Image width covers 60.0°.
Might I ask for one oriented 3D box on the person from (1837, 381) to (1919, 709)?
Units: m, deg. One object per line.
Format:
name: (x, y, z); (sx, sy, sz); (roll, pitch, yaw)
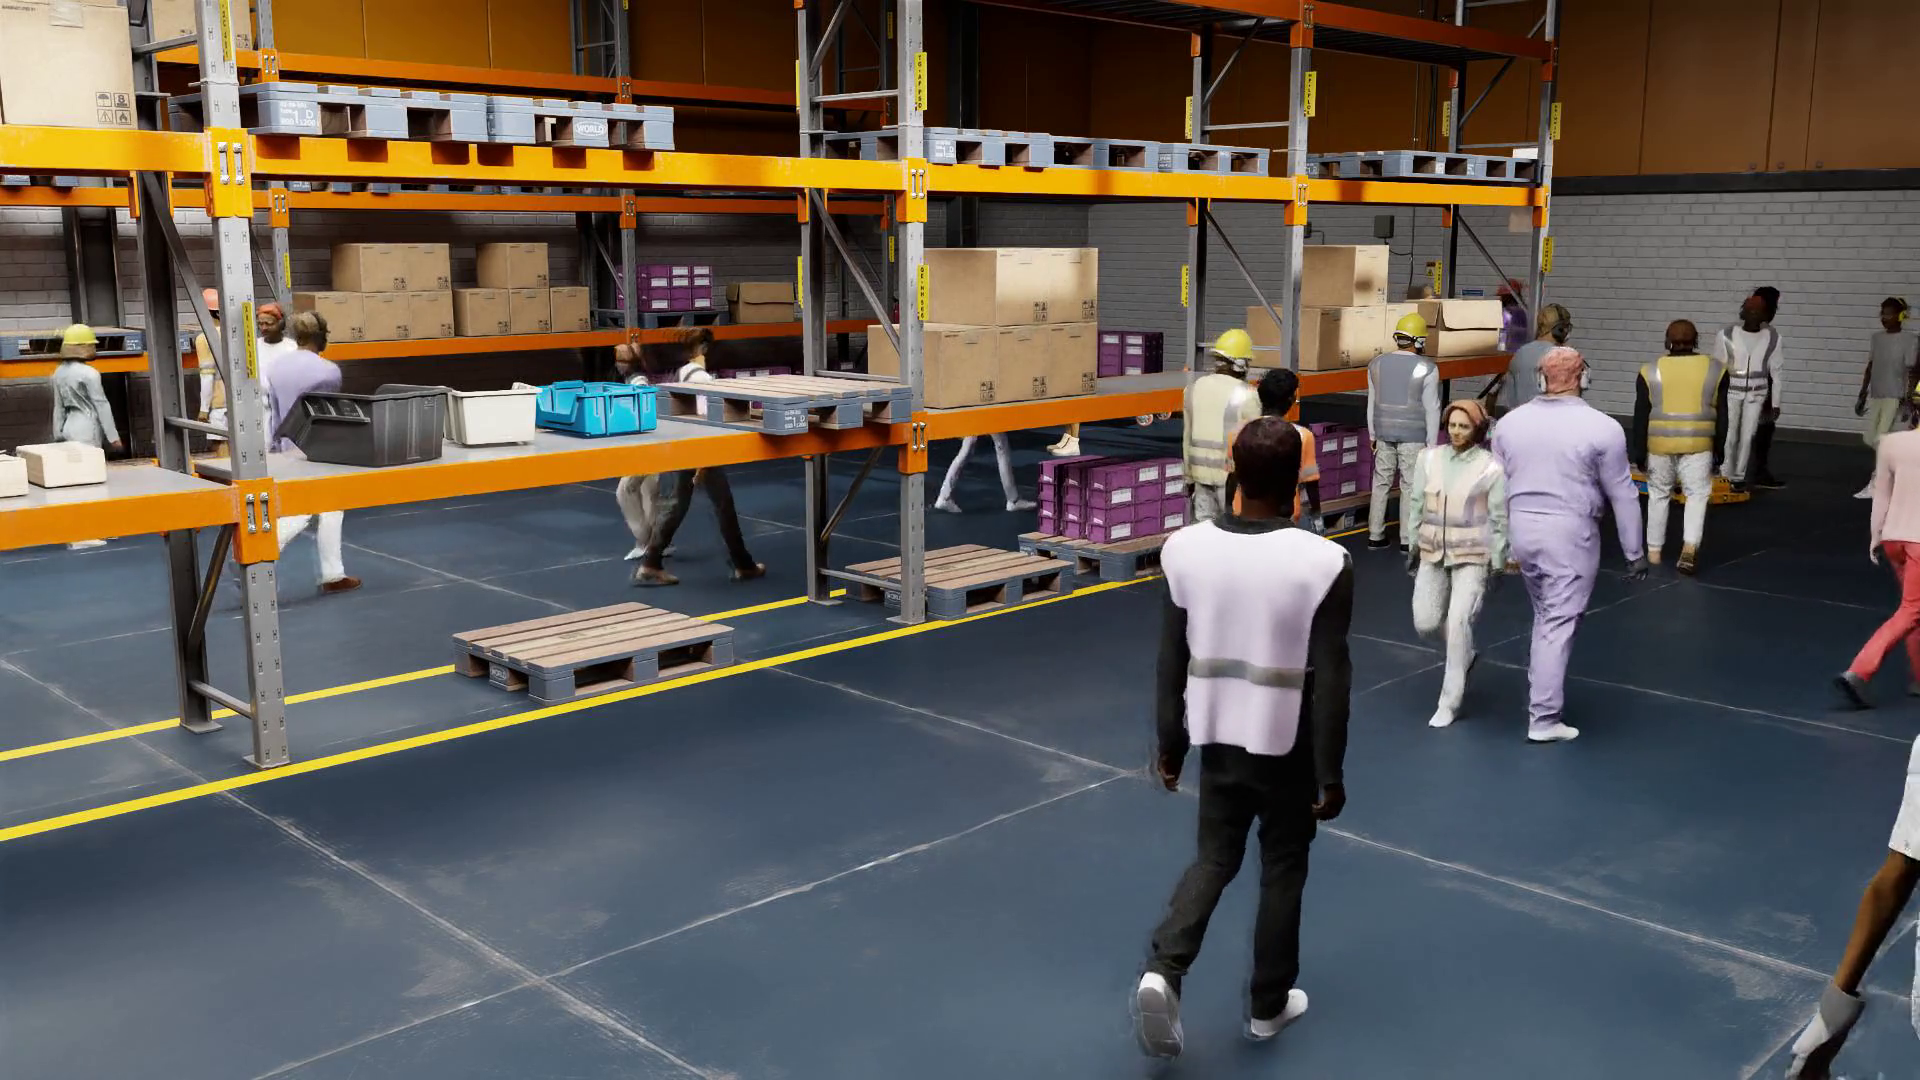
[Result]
person: (4.854, 0.002, 8.478); (0.849, 1.733, 0.535); (-3, 11, -18)

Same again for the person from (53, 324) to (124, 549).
person: (-6.702, -0.804, 12.875); (0.500, 1.724, 0.577); (7, 13, 35)

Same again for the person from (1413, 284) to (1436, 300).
person: (4.667, -1.705, 17.296); (0.536, 1.905, 0.654); (5, 12, 27)

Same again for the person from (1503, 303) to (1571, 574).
person: (4.068, -0.682, 11.643); (0.355, 1.936, 0.635); (-3, 11, -17)

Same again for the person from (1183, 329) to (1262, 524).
person: (1.659, -0.400, 10.434); (0.403, 1.821, 0.628); (-9, 14, -42)

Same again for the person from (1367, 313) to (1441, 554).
person: (3.361, -0.799, 12.604); (0.596, 1.826, 0.403); (10, 14, 43)

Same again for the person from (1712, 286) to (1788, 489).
person: (7.544, -1.467, 15.976); (0.795, 1.939, 0.648); (2, 11, 10)

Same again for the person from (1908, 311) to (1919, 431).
person: (9.295, -1.396, 15.755); (0.888, 1.881, 0.658); (2, 11, 10)

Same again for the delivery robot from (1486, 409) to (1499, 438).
delivery robot: (5.574, -1.156, 17.746); (0.477, 0.478, 0.707); (-3, 11, -18)

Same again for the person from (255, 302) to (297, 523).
person: (-5.524, -0.968, 13.405); (0.601, 1.857, 0.638); (0, 10, 0)

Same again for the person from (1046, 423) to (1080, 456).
person: (1.157, -1.944, 18.238); (0.375, 2.044, 0.607); (-1, 10, -6)

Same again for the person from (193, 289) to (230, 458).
person: (-6.464, -1.216, 14.547); (0.354, 1.942, 0.545); (3, 11, 14)

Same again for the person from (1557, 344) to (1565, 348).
person: (4.605, -0.784, 13.097); (0.502, 1.609, 0.623); (6, 12, 29)

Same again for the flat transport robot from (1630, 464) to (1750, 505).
flat transport robot: (6.466, -0.531, 15.368); (0.652, 0.197, 1.431); (-5, 12, -27)

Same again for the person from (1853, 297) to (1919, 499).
person: (8.556, -1.306, 15.293); (0.711, 1.851, 0.528); (-3, 11, -17)

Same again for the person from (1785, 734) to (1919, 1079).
person: (1.861, 0.960, 3.038); (0.935, 1.820, 0.498); (-3, 11, -16)

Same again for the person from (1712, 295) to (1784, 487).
person: (7.064, -1.252, 14.949); (0.605, 1.861, 0.682); (3, 11, 16)

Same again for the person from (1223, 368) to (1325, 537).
person: (1.812, -0.137, 9.404); (0.817, 1.655, 0.548); (-10, 15, -44)

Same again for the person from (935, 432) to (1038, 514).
person: (0.187, -1.127, 14.402); (0.962, 1.830, 0.535); (-6, 12, -29)

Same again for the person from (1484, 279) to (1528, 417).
person: (6.150, -1.993, 18.881); (0.556, 1.903, 0.873); (-6, 12, -28)

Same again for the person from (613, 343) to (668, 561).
person: (-2.377, -0.638, 12.245); (0.458, 1.619, 0.552); (-3, 11, -15)

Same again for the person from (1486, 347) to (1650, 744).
person: (2.915, 0.025, 7.965); (0.657, 1.874, 0.702); (-7, 13, -35)

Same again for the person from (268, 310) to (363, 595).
person: (-4.343, -0.552, 10.985); (0.637, 1.921, 0.655); (6, 12, 31)

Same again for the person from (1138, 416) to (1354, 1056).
person: (0.819, 0.592, 4.815); (0.595, 1.900, 0.713); (8, 13, 36)

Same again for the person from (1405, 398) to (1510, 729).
person: (2.487, 0.093, 8.257); (0.546, 1.621, 0.517); (-10, 15, -44)

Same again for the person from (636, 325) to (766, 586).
person: (-1.848, -0.574, 11.503); (0.926, 1.801, 0.515); (-9, 14, -40)

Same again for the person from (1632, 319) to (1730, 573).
person: (5.164, -0.678, 11.956); (0.642, 1.818, 0.805); (4, 11, 23)
